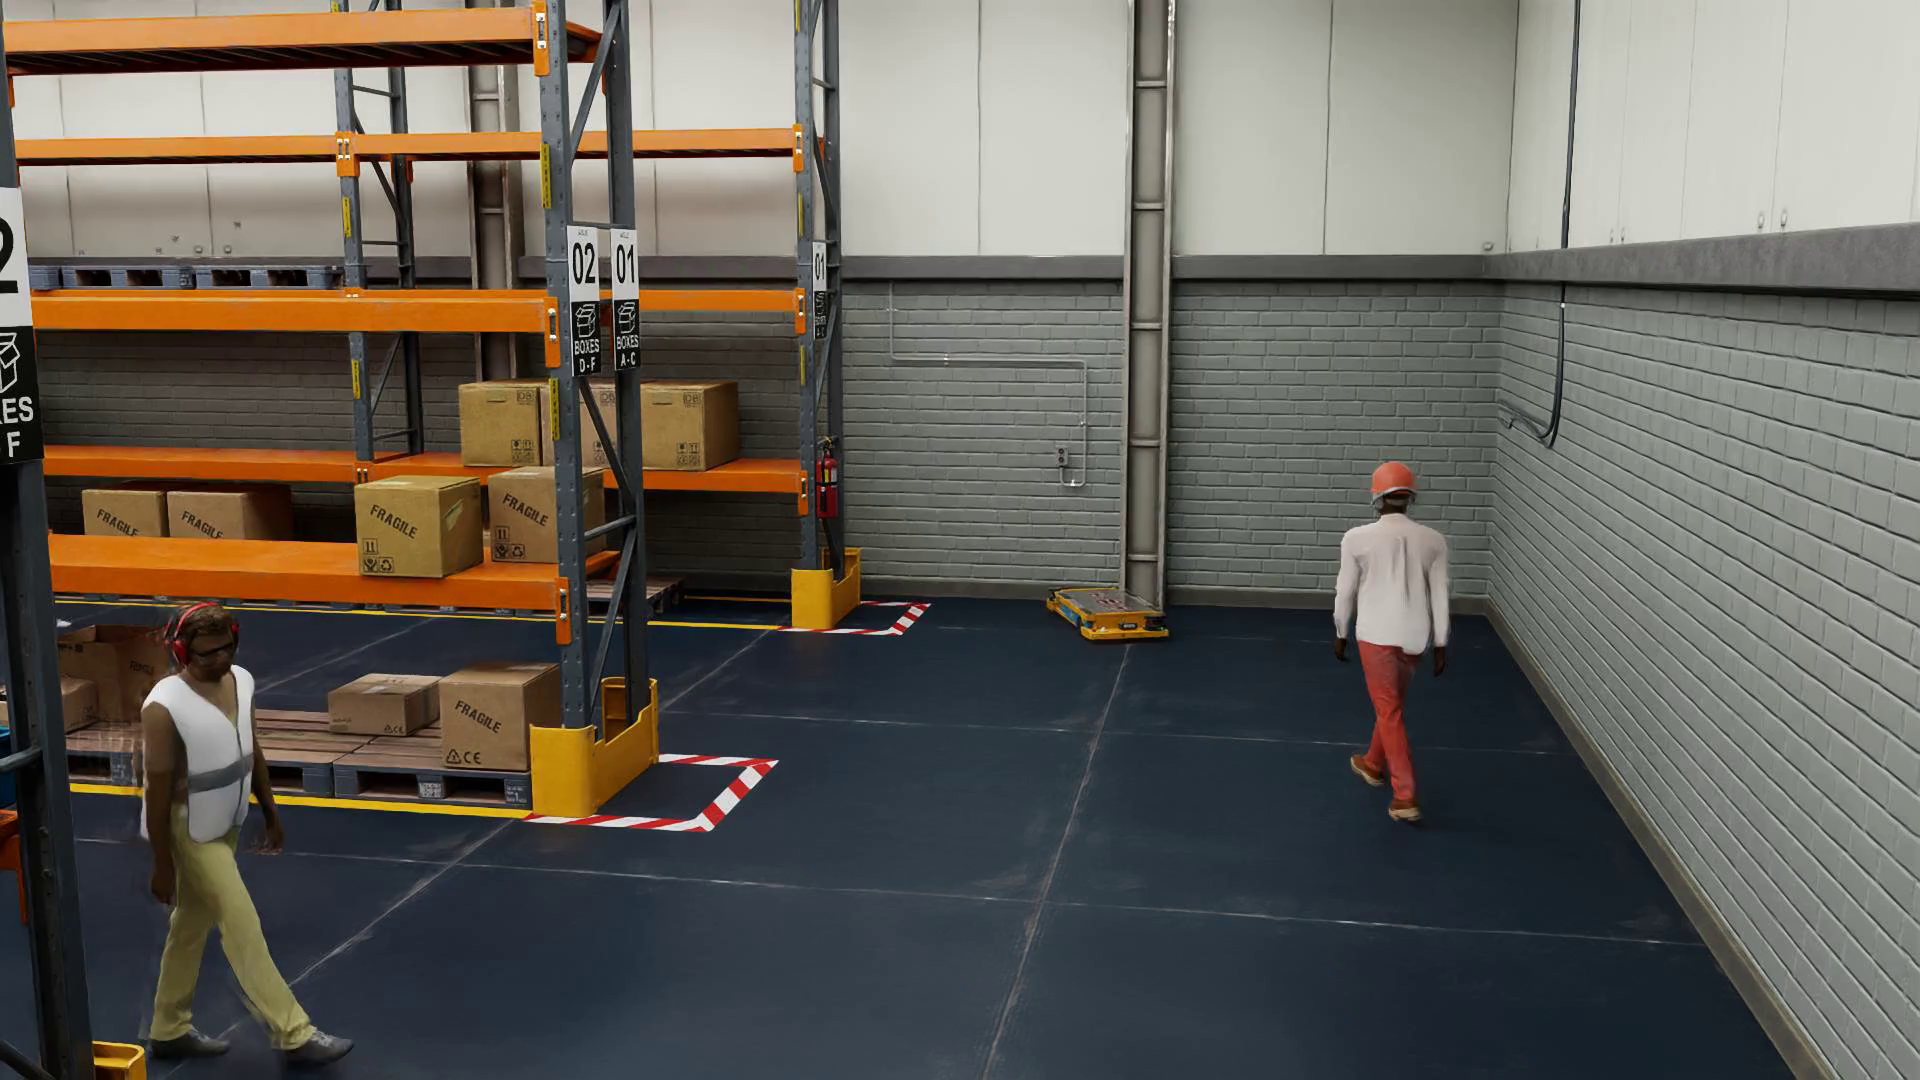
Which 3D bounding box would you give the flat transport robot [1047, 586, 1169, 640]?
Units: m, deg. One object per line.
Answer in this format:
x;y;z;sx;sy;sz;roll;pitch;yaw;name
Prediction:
1.225;0.598;14.048;0.652;0.197;1.431;-2;9;-12;flat transport robot

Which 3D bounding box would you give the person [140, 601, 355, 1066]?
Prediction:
-2.678;1.103;6.194;0.916;1.785;0.597;0;9;3;person

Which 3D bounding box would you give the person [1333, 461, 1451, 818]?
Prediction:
2.421;0.537;9.305;0.597;1.944;1.057;-2;9;-10;person
